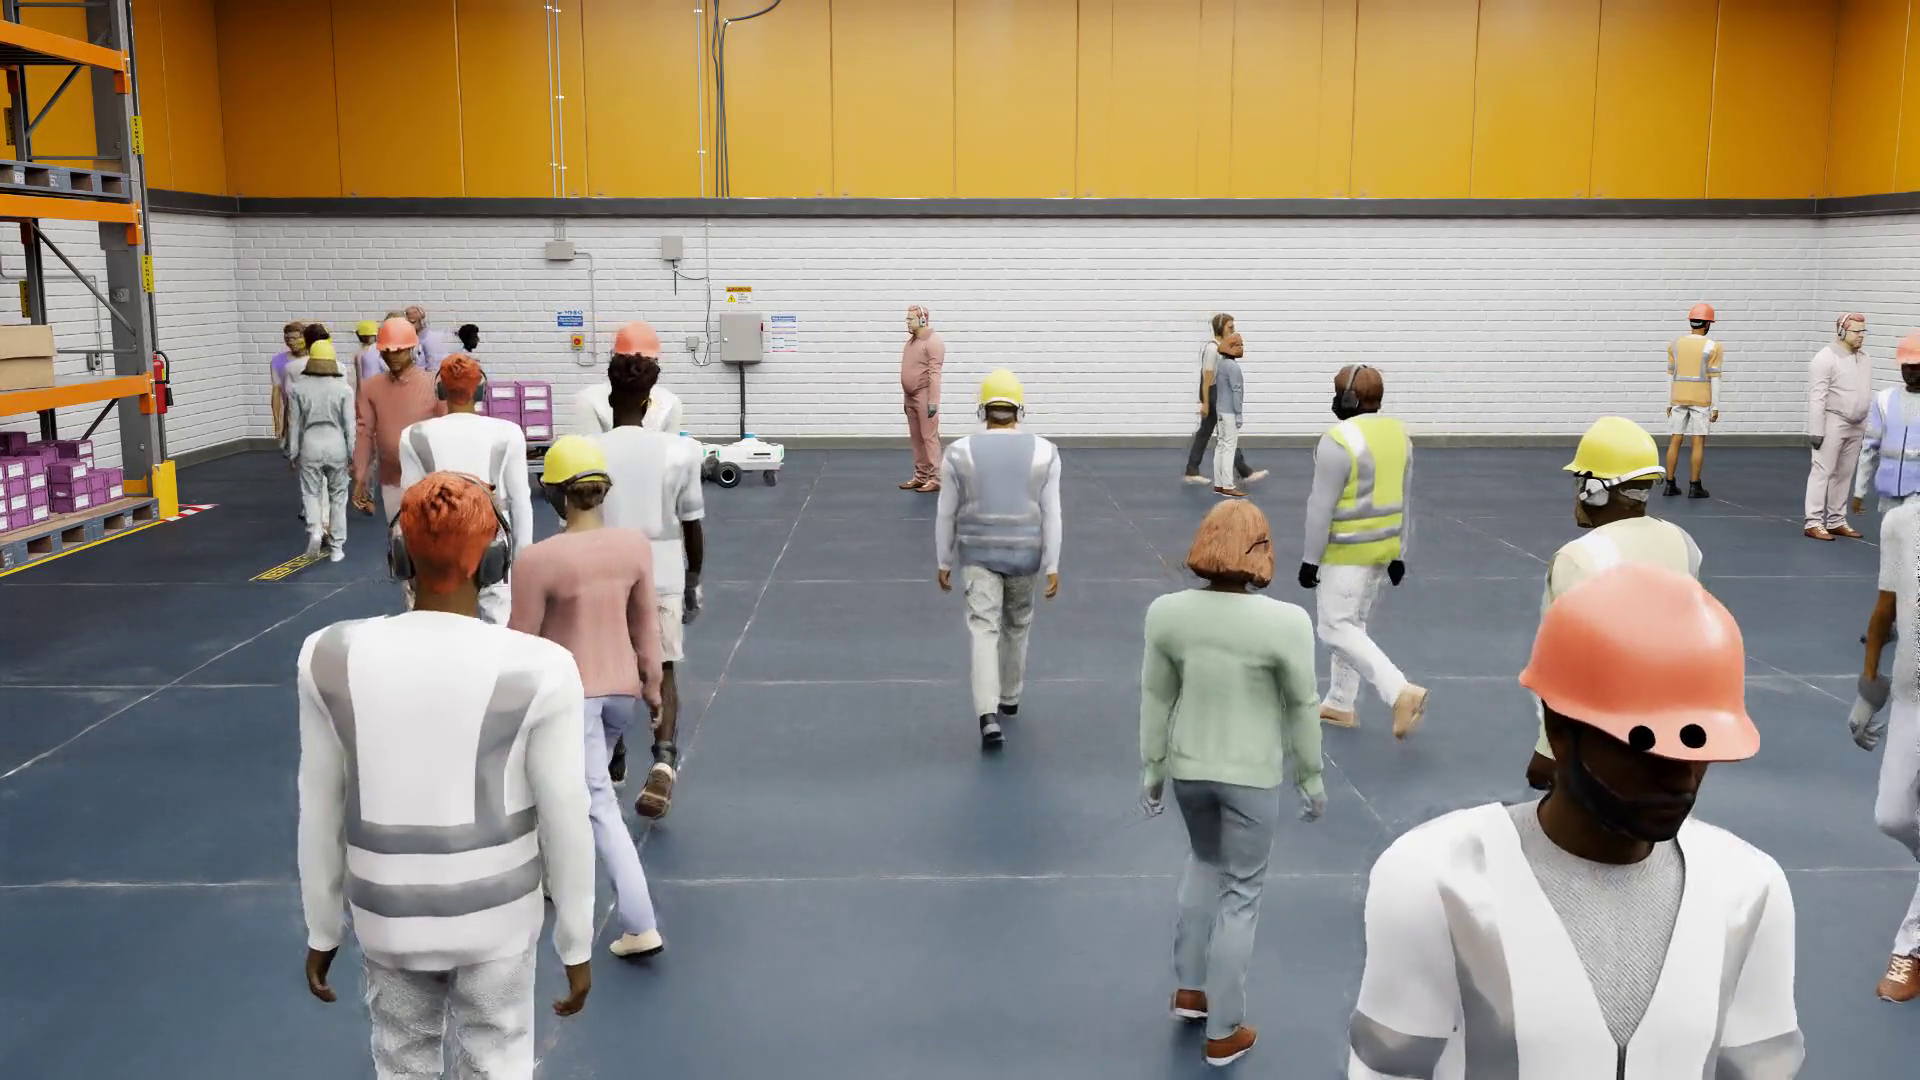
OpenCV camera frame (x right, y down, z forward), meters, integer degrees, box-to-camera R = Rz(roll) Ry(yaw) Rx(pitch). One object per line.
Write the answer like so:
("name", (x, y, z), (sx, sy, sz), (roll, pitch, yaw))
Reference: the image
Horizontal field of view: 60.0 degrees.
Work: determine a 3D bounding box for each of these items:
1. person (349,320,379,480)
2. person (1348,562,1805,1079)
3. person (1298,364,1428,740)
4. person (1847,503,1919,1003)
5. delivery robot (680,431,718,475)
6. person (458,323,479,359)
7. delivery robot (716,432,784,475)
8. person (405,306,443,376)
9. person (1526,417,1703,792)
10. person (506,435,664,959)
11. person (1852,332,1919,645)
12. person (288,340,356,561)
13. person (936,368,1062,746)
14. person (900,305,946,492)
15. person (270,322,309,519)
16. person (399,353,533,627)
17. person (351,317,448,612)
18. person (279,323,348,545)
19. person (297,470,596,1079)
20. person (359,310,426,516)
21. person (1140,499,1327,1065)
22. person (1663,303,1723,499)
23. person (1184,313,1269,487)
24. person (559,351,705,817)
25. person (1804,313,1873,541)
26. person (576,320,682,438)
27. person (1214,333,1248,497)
("person", (-6.347, -1.475, 17.762), (0.918, 1.734, 0.532), (0, 9, 1))
("person", (0.783, 0.974, 2.102), (0.587, 1.918, 0.490), (-1, 9, -8))
("person", (1.956, 0.067, 7.989), (0.627, 1.820, 0.710), (-9, 13, -44))
("person", (3.133, 0.503, 5.268), (0.685, 1.835, 0.529), (-9, 13, -43))
("delivery robot", (-2.918, -0.910, 17.550), (0.707, 0.478, 0.477), (3, 10, 20))
("person", (-5.327, -1.514, 18.072), (0.409, 1.670, 0.563), (-2, 10, -14))
("delivery robot", (-2.193, -0.884, 17.390), (0.707, 0.478, 0.477), (-1, 9, -8))
("person", (-5.707, -1.509, 17.454), (0.627, 1.875, 0.701), (-6, 11, -33))
("person", (1.924, 0.546, 5.001), (0.590, 1.833, 0.404), (-6, 11, -35))
("person", (-1.248, 0.508, 5.572), (0.898, 1.722, 0.536), (9, 13, 43))
("person", (5.859, -0.338, 10.251), (0.985, 1.897, 0.559), (-7, 12, -37))
("person", (-4.886, -0.671, 12.773), (0.504, 1.725, 0.484), (-3, 10, -17))
("person", (0.188, 0.072, 8.028), (0.602, 1.799, 0.902), (0, 9, -2))
("person", (-0.409, -1.439, 16.990), (0.402, 1.901, 0.647), (-5, 11, -29))
("person", (-6.030, -1.123, 15.392), (0.578, 1.786, 0.952), (0, 9, 0))
("person", (-2.274, 0.077, 7.721), (0.583, 1.882, 0.337), (-2, 10, -14))
("person", (-3.422, -0.384, 10.272), (0.613, 1.970, 0.463), (2, 10, 14))
("person", (-5.352, -0.878, 13.809), (0.585, 1.820, 0.954), (-1, 9, -8))
("person", (-1.038, 0.794, 3.358), (0.613, 1.871, 0.474), (0, 9, 2))
("person", (-5.051, -1.090, 14.802), (0.832, 1.918, 0.641), (8, 12, 41))
("person", (0.782, 0.688, 4.804), (0.510, 1.620, 0.449), (6, 11, 34))
("person", (7.275, -1.374, 16.487), (0.382, 1.932, 0.541), (-8, 13, -42))
("person", (2.769, -1.439, 17.264), (0.936, 1.798, 0.541), (3, 10, 18))
("person", (-1.364, 0.180, 6.980), (0.611, 1.931, 0.877), (-2, 9, -12))
("person", (7.386, -0.942, 13.932), (0.643, 1.903, 0.402), (-5, 10, -26))
("person", (-1.837, -0.213, 9.194), (0.620, 2.001, 1.021), (-5, 10, -26))
("person", (2.706, -1.252, 16.635), (0.285, 1.633, 0.498), (-2, 9, -12))
